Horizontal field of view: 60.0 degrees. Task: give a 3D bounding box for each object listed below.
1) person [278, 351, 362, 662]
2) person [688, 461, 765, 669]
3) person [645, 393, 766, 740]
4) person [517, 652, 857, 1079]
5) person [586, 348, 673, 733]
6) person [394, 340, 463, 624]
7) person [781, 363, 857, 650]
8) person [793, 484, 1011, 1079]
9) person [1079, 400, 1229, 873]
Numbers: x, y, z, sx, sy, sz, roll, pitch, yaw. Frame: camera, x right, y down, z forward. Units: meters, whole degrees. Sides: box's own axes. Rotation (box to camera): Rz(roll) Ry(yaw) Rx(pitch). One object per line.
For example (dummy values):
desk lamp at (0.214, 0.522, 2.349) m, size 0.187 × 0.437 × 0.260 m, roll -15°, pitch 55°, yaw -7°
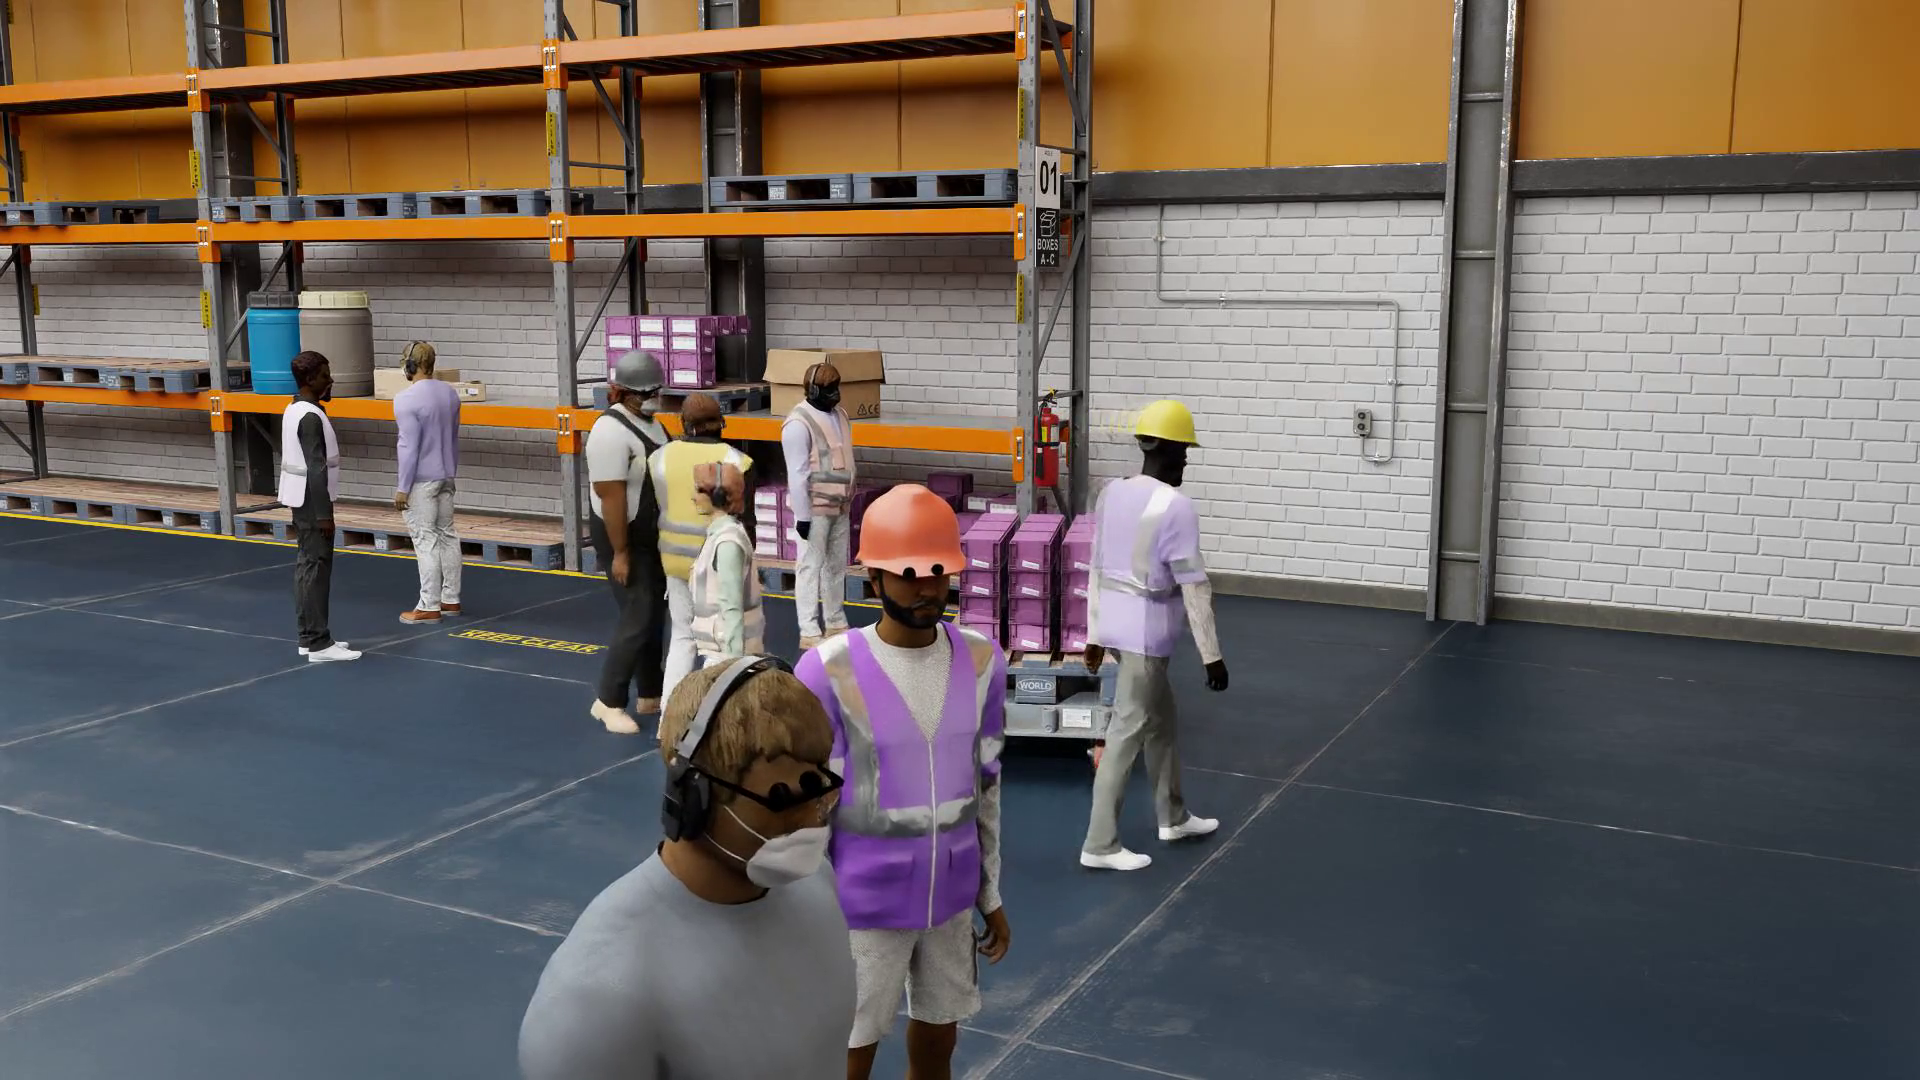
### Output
person at (-4.006, -0.207, 10.304) m, size 0.393 × 1.919 × 0.589 m, roll -6°, pitch 11°, yaw -31°
person at (-0.990, 0.480, 6.940) m, size 0.379 × 1.632 × 0.536 m, roll -2°, pitch 9°, yaw -9°
person at (-1.282, 0.143, 8.547) m, size 0.629 × 1.795 × 0.719 m, roll 3°, pitch 10°, yaw 16°
person at (-0.307, 1.094, 2.235) m, size 0.371 × 1.934 × 0.627 m, roll 4°, pitch 10°, yaw 21°
person at (-1.659, -0.015, 8.743) m, size 0.535 × 2.000 × 0.695 m, roll 1°, pitch 9°, yaw 9°
person at (-3.652, -0.395, 11.394) m, size 0.361 × 1.939 × 0.635 m, roll 3°, pitch 10°, yaw 16°
person at (-0.870, -0.204, 10.550) m, size 0.429 × 1.838 × 0.629 m, roll 5°, pitch 10°, yaw 26°
person at (-0.115, 0.828, 3.855) m, size 0.547 × 1.938 × 0.378 m, roll -5°, pitch 11°, yaw -29°
person at (0.832, 0.384, 6.734) m, size 0.867 × 1.883 × 0.634 m, roll -4°, pitch 10°, yaw -23°
